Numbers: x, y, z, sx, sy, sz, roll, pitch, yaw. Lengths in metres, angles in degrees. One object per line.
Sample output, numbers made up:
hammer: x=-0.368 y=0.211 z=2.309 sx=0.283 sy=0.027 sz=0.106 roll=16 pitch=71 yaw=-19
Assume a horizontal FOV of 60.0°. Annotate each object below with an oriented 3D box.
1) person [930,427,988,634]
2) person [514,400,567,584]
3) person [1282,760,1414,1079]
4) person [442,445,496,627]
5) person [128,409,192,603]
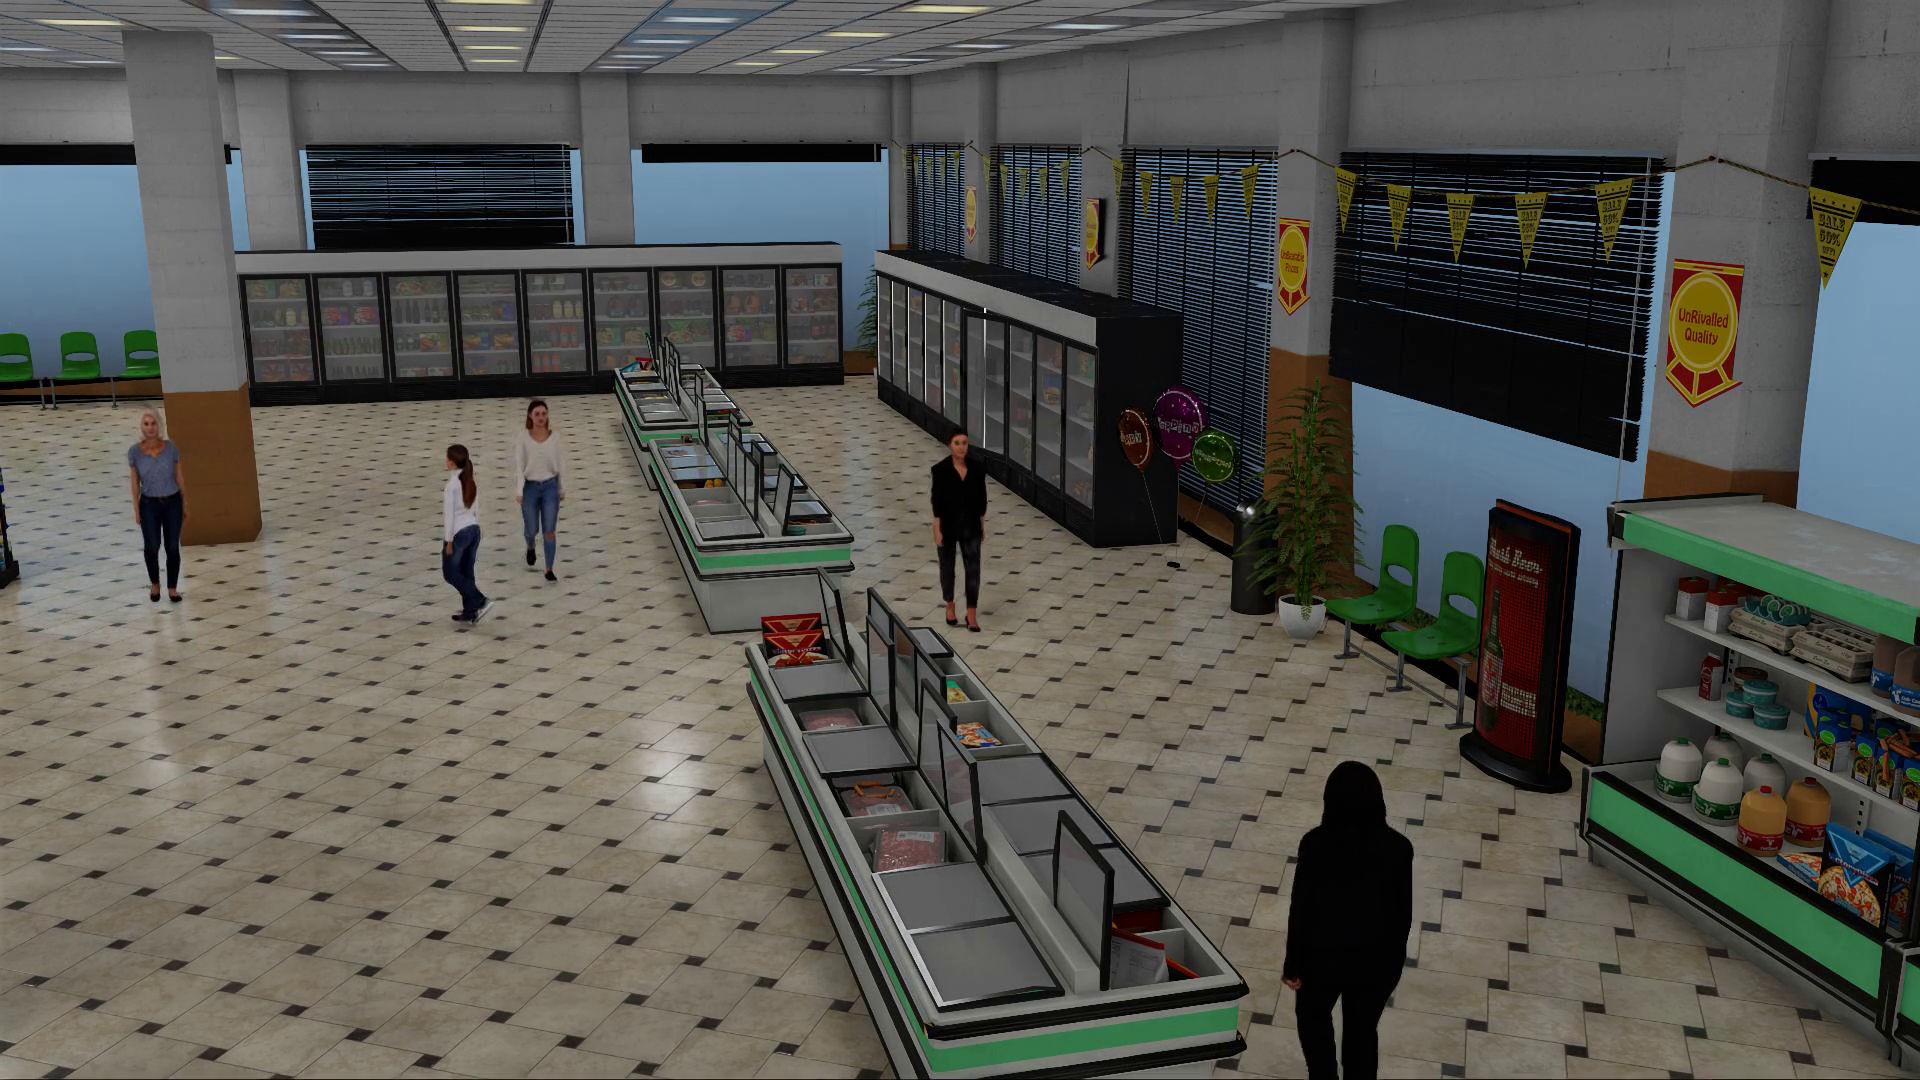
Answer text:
person: x=-0.054 y=-0.103 z=13.822 sx=0.638 sy=1.693 sz=0.849 roll=-3 pitch=14 yaw=-13
person: x=-3.879 y=-0.449 z=15.280 sx=0.685 sy=1.678 sz=0.880 roll=-6 pitch=15 yaw=-22
person: x=1.560 y=1.699 z=6.598 sx=0.744 sy=1.596 sz=0.716 roll=0 pitch=14 yaw=-1
person: x=-4.063 y=-0.010 z=13.757 sx=0.834 sy=1.543 sz=0.789 roll=7 pitch=15 yaw=25
person: x=-7.040 y=-0.308 z=14.627 sx=0.649 sy=1.712 sz=0.652 roll=-9 pitch=16 yaw=-33
